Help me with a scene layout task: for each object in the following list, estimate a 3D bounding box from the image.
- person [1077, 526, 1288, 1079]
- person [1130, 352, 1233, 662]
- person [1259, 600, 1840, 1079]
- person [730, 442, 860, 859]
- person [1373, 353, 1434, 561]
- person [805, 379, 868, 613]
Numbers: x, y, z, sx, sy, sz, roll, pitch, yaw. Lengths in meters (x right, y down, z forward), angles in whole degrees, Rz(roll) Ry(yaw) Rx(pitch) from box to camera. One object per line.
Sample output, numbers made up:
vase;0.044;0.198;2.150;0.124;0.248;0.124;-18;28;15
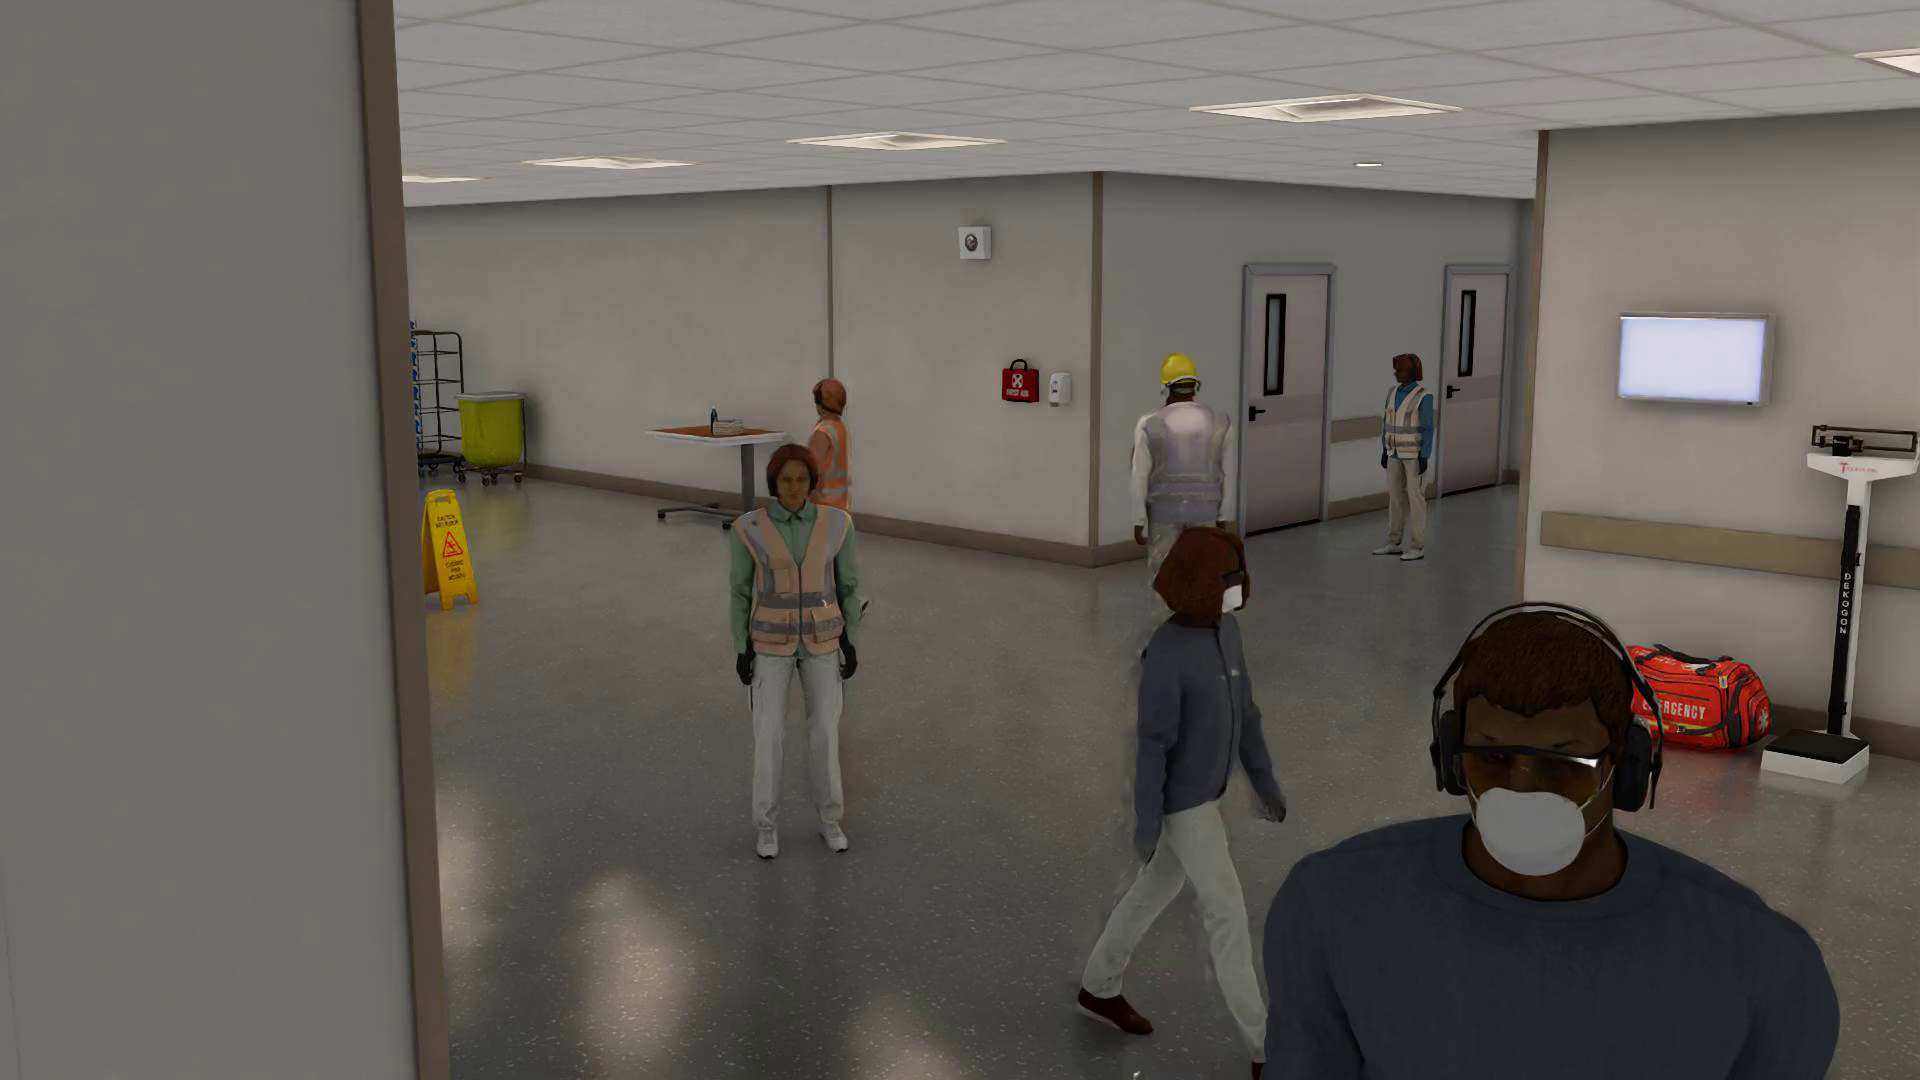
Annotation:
person;0.682;0.738;4.767;0.858;1.589;0.501;5;10;27
person;1.270;-0.164;9.597;0.600;1.824;0.403;-1;9;-5
person;0.640;1.022;1.958;0.636;1.939;0.364;3;10;20
person;-0.643;0.430;6.531;0.511;1.631;0.311;-2;10;-14
person;3.535;-0.659;13.185;0.311;1.636;0.523;-5;10;-26
person;-0.860;-0.205;10.471;0.475;1.617;0.539;1;9;9
